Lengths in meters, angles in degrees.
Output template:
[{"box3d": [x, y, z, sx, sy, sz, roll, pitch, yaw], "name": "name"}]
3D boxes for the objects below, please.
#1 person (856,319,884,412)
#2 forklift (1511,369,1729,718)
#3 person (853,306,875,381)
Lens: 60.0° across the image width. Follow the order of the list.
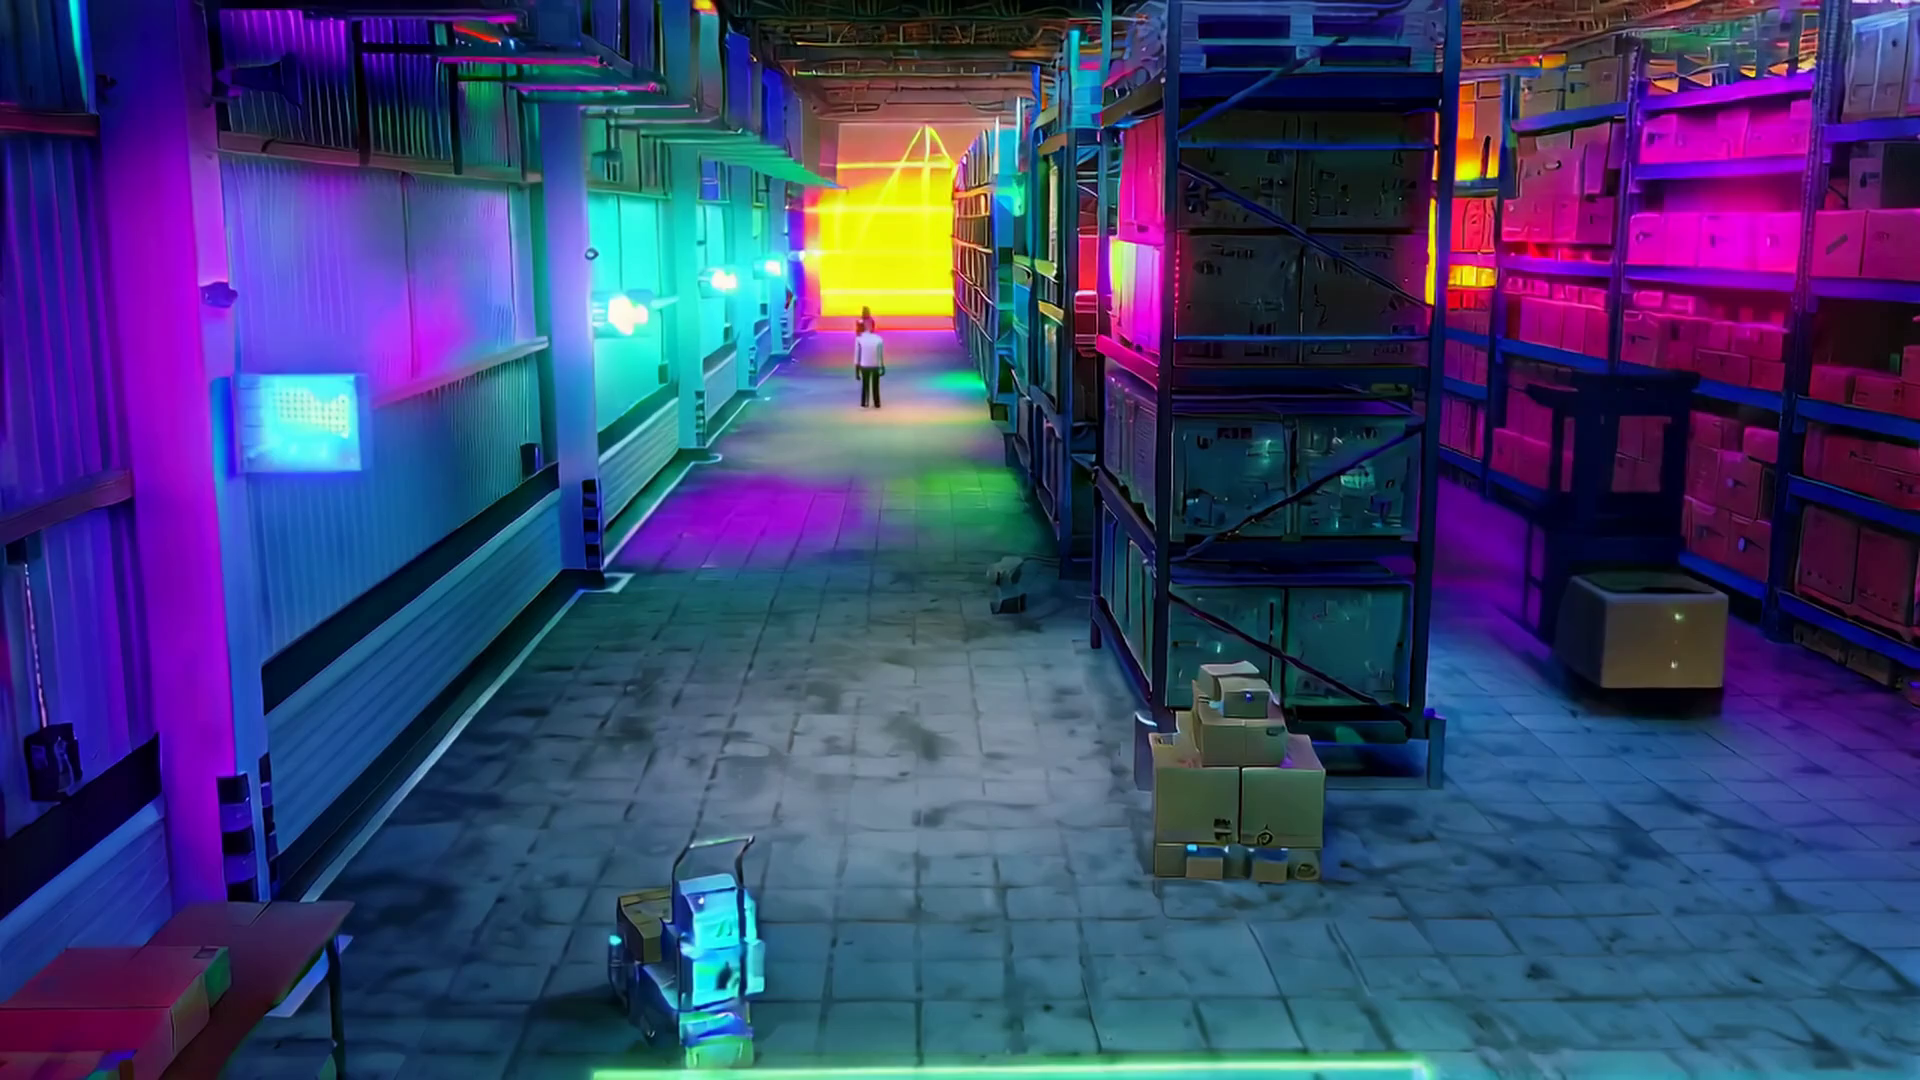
[{"box3d": [-1.923, -3.713, 35.509, 0.617, 1.988, 0.402, 0, 11, 1], "name": "person"}, {"box3d": [5.662, -0.057, 14.145, 1.129, 2.768, 1.873, 0, 11, -2], "name": "forklift"}, {"box3d": [-2.462, -5.045, 42.643, 0.593, 1.910, 0.388, -5, 12, -26], "name": "person"}]
